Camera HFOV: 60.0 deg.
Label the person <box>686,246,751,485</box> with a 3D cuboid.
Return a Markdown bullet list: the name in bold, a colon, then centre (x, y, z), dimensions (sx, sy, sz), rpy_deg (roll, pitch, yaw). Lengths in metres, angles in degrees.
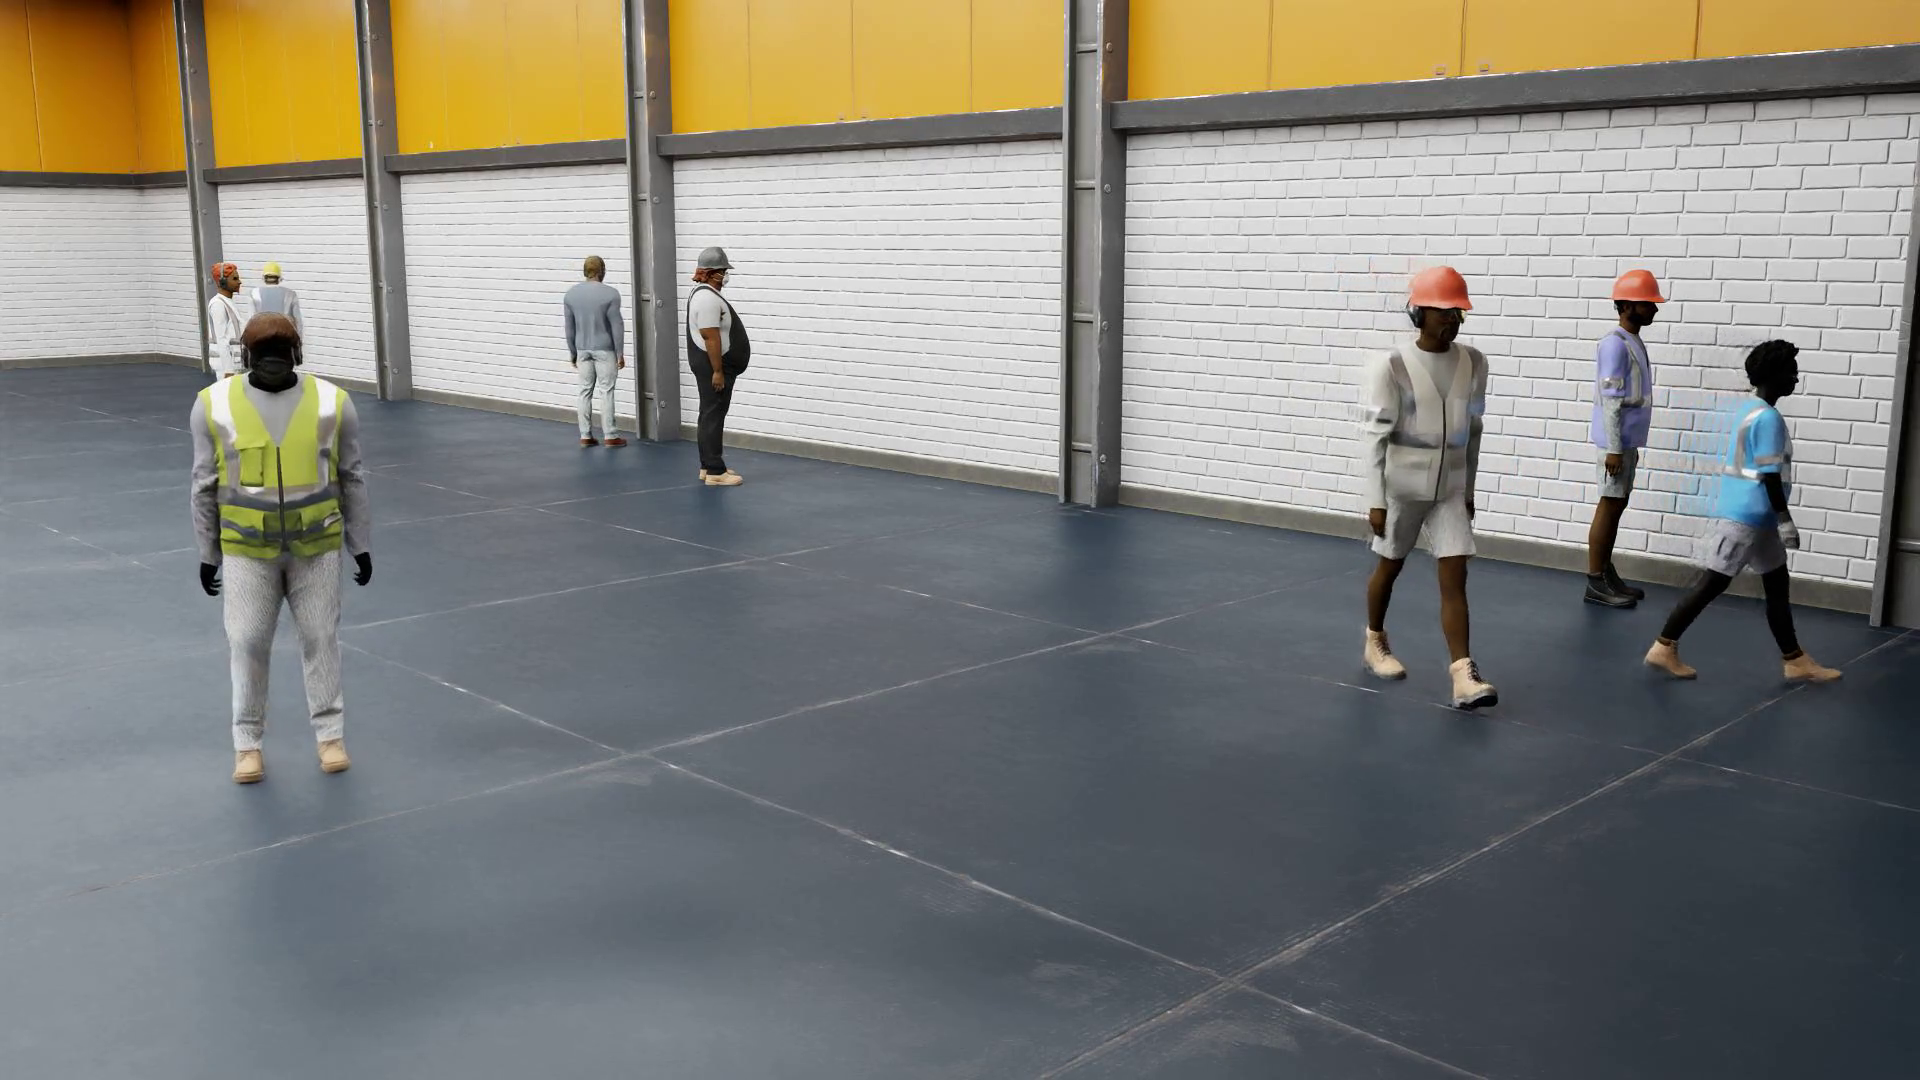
- **person**: centre (-2.074, -1.502, 14.333), dimensions (0.539, 2.000, 0.689), rpy_deg (-3, 11, -15)

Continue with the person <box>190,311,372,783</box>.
- **person**: centre (-2.676, 0.022, 6.575), dimensions (0.642, 1.841, 0.429), rpy_deg (-5, 11, -24)

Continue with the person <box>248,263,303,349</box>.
- **person**: centre (-8.448, -2.520, 20.563), dimensions (0.605, 1.786, 0.908), rpy_deg (-4, 11, -19)

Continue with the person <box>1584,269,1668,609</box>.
- **person**: centre (3.837, -0.582, 9.597), dimensions (0.356, 1.936, 0.551), rpy_deg (6, 12, 31)

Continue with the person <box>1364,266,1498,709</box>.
- **person**: centre (2.153, -0.249, 7.641), dimensions (0.630, 1.985, 1.077), rpy_deg (-2, 11, -12)

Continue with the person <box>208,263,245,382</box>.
- **person**: centre (-6.635, -1.572, 15.150), dimensions (0.356, 1.883, 0.572), rpy_deg (-3, 11, -17)

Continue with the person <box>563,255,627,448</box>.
- **person**: centre (-3.650, -1.884, 16.697), dimensions (0.635, 1.936, 0.355), rpy_deg (3, 11, 16)

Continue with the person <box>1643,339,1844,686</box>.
- **person**: centre (3.724, -0.121, 7.866), dimensions (0.887, 1.654, 0.533), rpy_deg (4, 11, 21)
